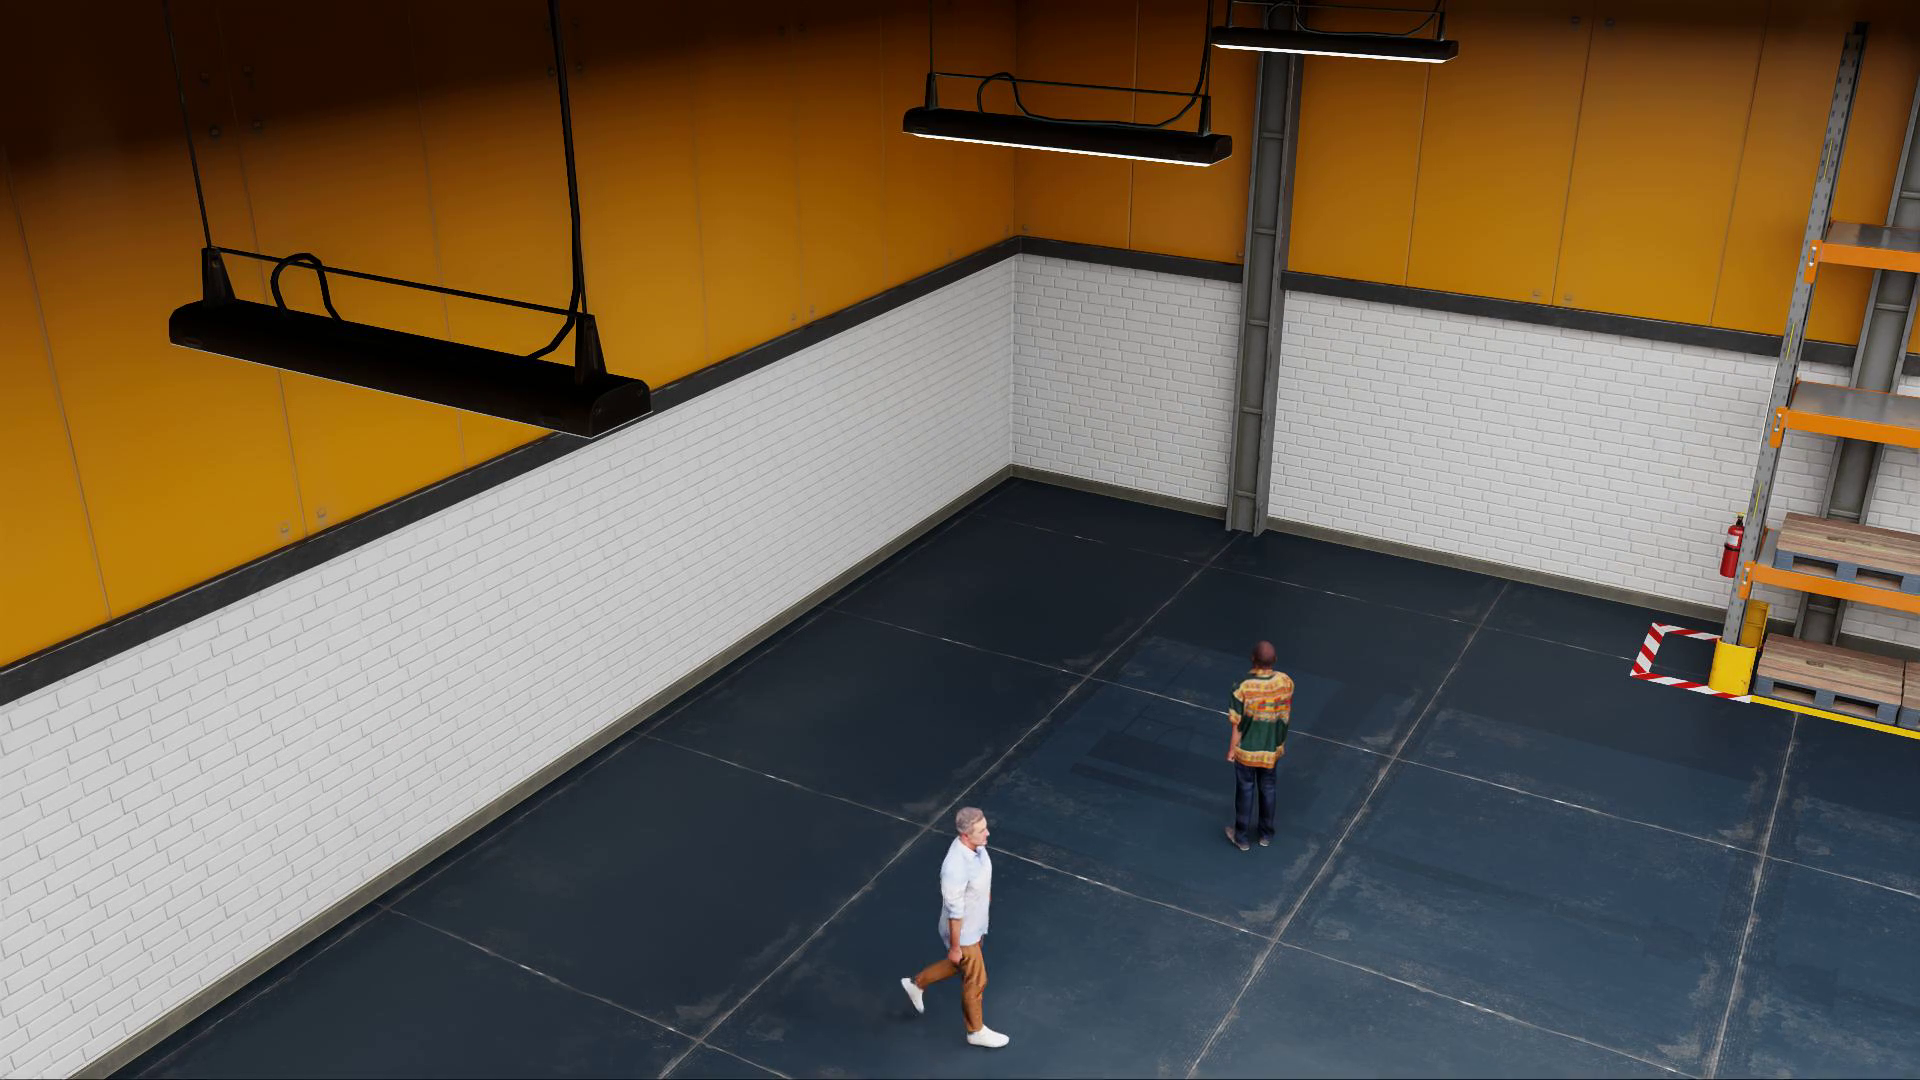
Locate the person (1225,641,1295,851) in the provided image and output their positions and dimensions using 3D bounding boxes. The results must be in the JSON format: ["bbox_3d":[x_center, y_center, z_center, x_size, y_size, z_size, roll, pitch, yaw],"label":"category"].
[{"bbox_3d":[2.351,1.614,13.106,0.816,1.808,0.883,-5,24,-11],"label":"person"}]

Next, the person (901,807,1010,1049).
[{"bbox_3d":[-0.046,2.533,11.000,1.104,1.809,0.873,6,24,13],"label":"person"}]
